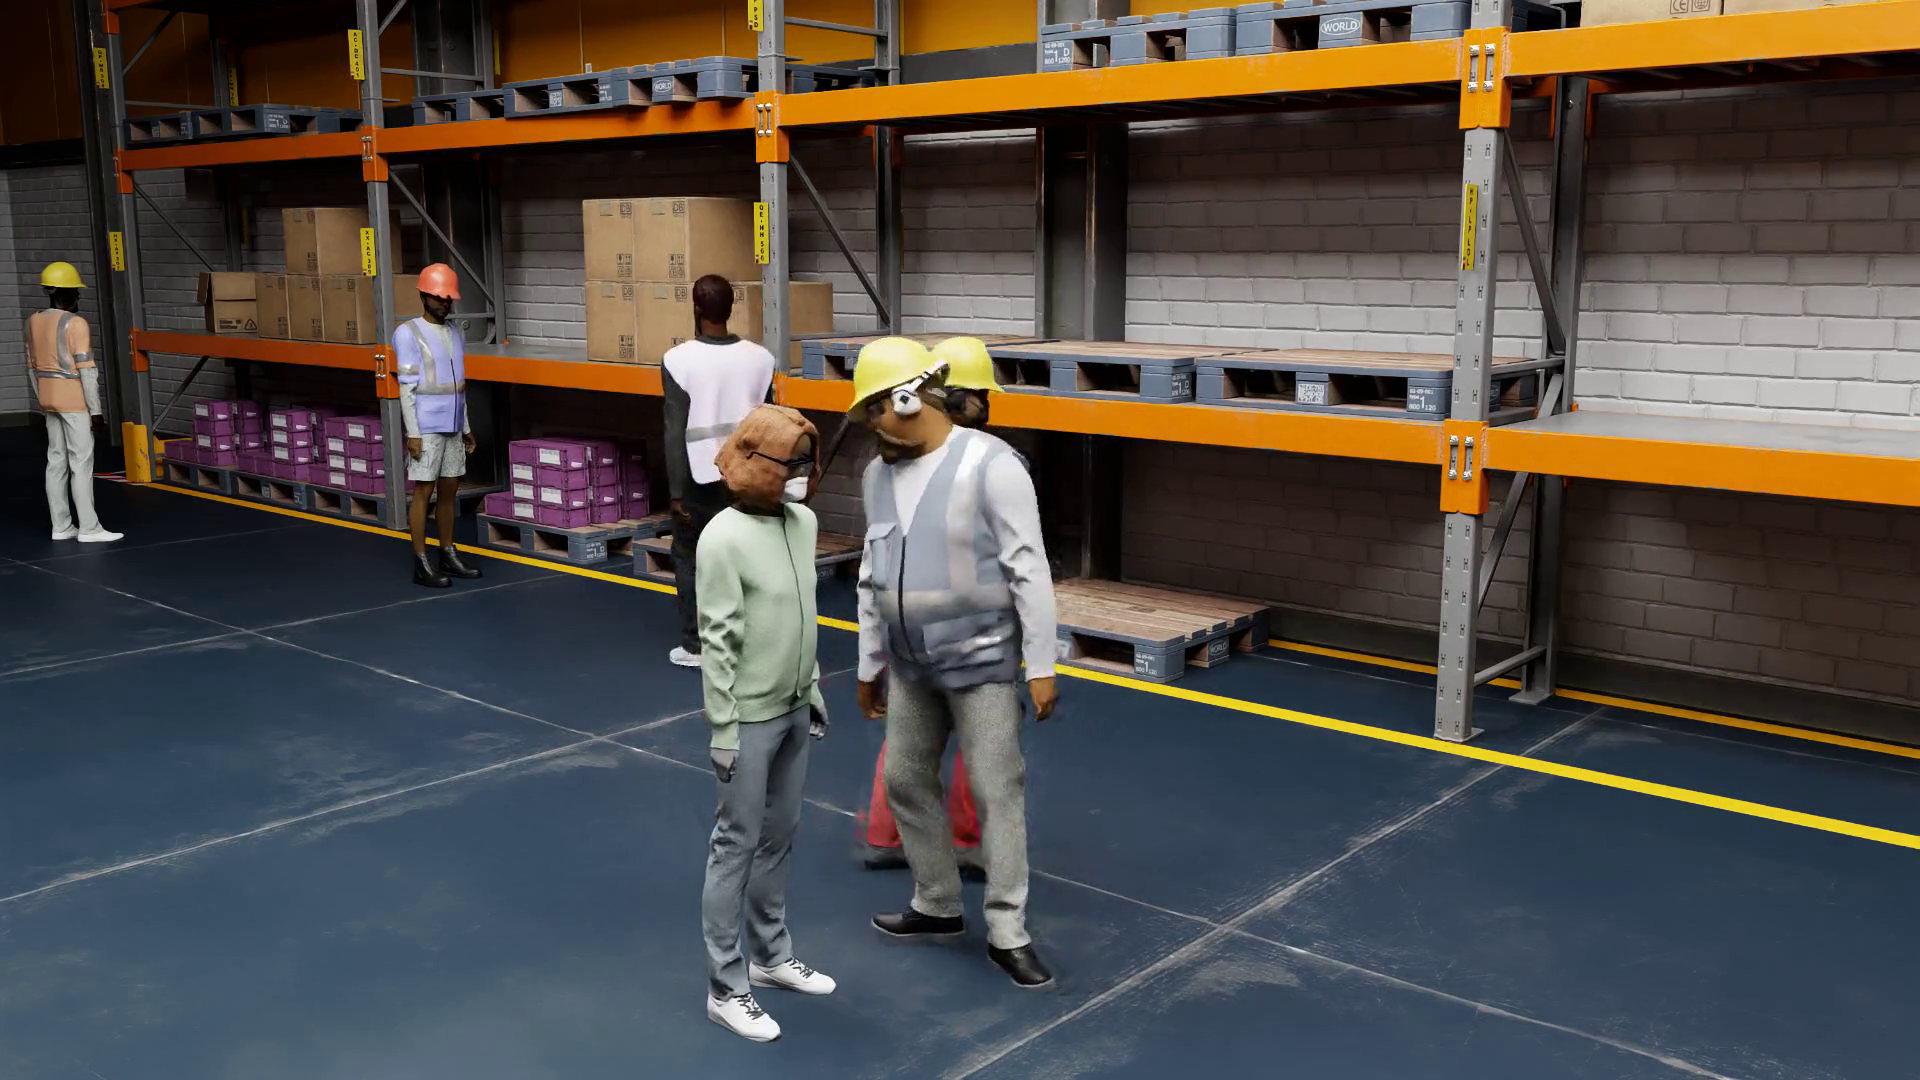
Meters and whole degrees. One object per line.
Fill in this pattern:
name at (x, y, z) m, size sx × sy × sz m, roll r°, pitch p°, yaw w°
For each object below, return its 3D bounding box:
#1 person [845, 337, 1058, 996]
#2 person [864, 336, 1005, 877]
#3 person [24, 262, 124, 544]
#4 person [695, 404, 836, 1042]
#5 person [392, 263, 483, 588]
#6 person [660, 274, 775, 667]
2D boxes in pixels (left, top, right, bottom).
person at (-0.001, 0.345, 4.578) m, size 0.704 × 1.784 × 0.407 m, roll 8°, pitch 13°, yaw 39°
person at (-0.024, 0.230, 5.303) m, size 0.611 × 1.745 × 0.542 m, roll -2°, pitch 10°, yaw -12°
person at (-6.103, -0.931, 11.404) m, size 0.588 × 1.927 × 0.370 m, roll 4°, pitch 11°, yaw 23°
person at (-0.495, 0.458, 4.333) m, size 0.281 × 1.630 × 0.507 m, roll 5°, pitch 11°, yaw 25°
person at (-3.125, -0.687, 10.012) m, size 0.374 × 1.930 × 0.542 m, roll 4°, pitch 11°, yaw 24°
person at (-1.176, -0.301, 7.900) m, size 0.610 × 1.889 × 0.742 m, roll -6°, pitch 12°, yaw -31°
